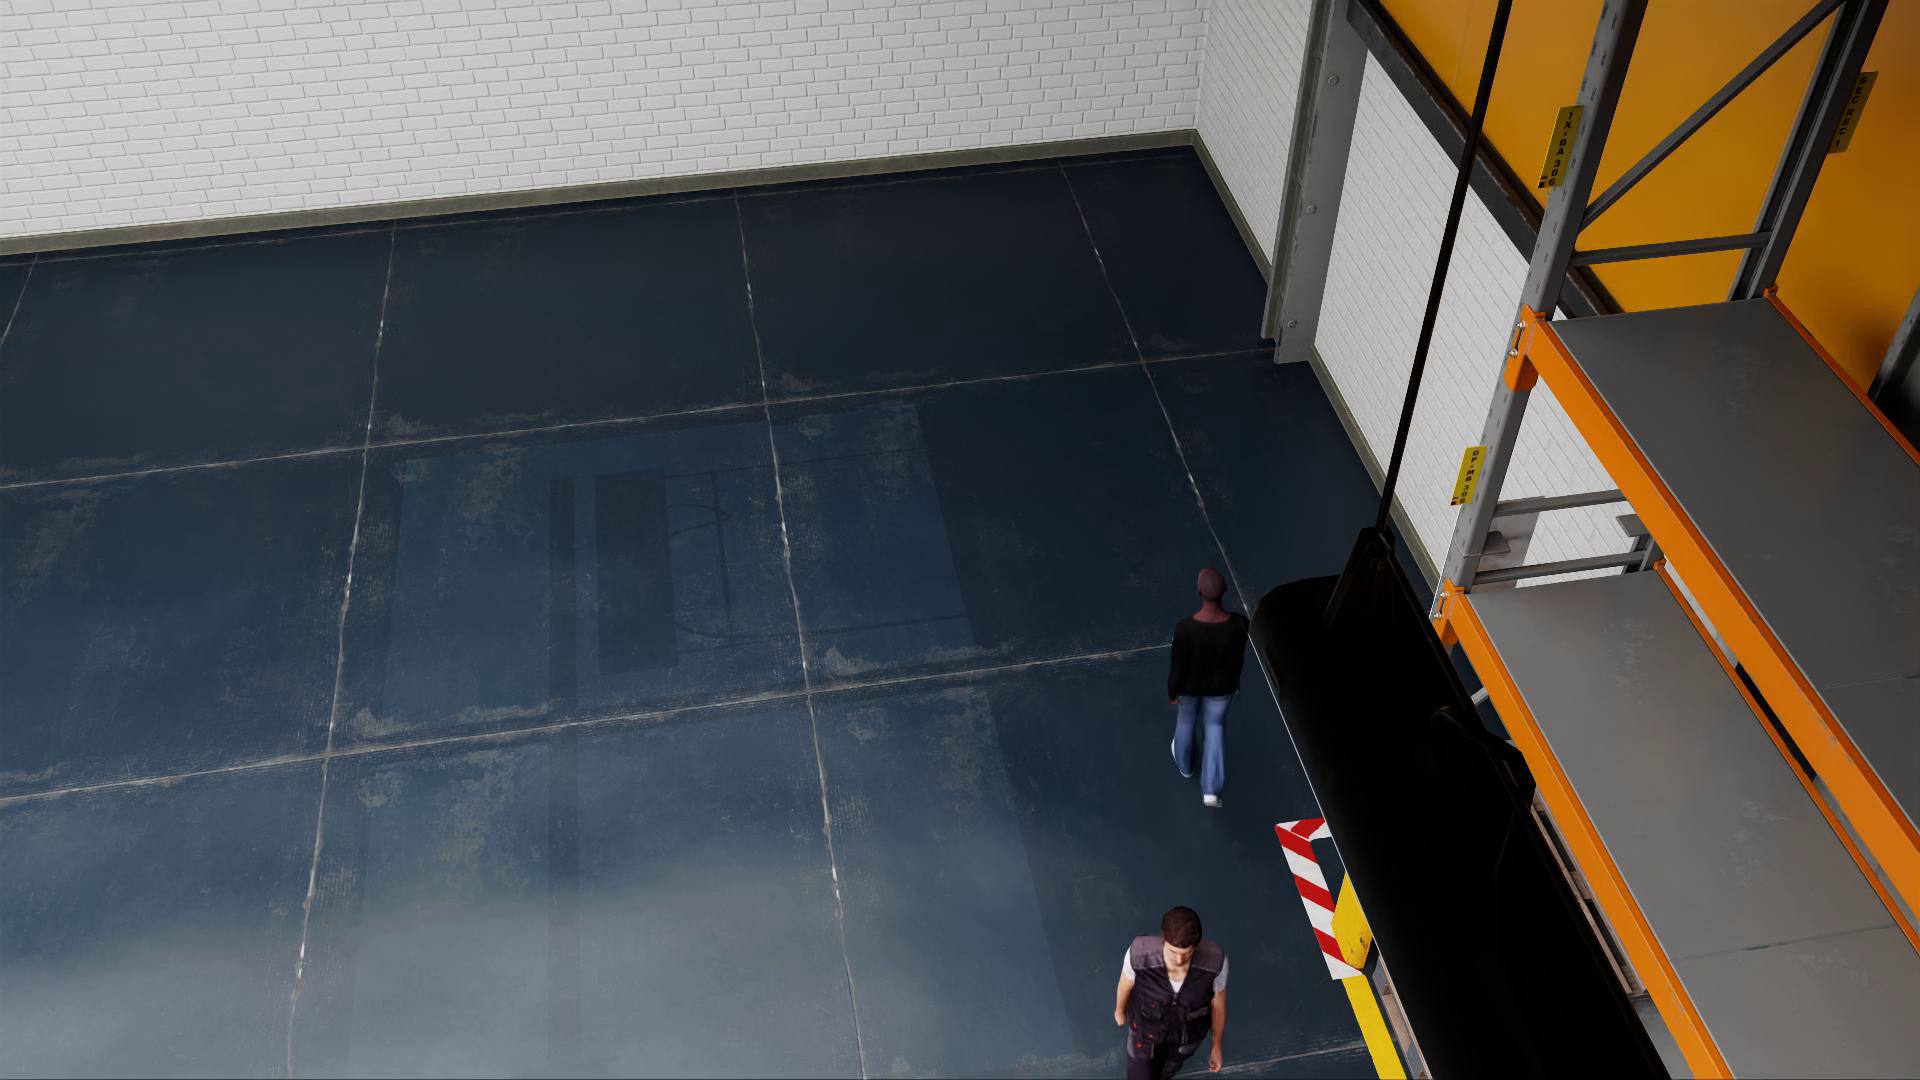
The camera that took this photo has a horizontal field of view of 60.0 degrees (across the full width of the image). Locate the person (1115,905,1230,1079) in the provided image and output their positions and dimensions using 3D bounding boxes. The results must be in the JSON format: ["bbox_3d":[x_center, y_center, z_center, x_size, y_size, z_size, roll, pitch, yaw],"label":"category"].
[{"bbox_3d":[1.006,2.241,8.058,0.751,1.829,0.928,-1,44,-1],"label":"person"}]

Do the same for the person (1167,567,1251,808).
[{"bbox_3d":[1.427,0.883,9.554,0.672,1.731,0.960,-2,44,-2],"label":"person"}]
